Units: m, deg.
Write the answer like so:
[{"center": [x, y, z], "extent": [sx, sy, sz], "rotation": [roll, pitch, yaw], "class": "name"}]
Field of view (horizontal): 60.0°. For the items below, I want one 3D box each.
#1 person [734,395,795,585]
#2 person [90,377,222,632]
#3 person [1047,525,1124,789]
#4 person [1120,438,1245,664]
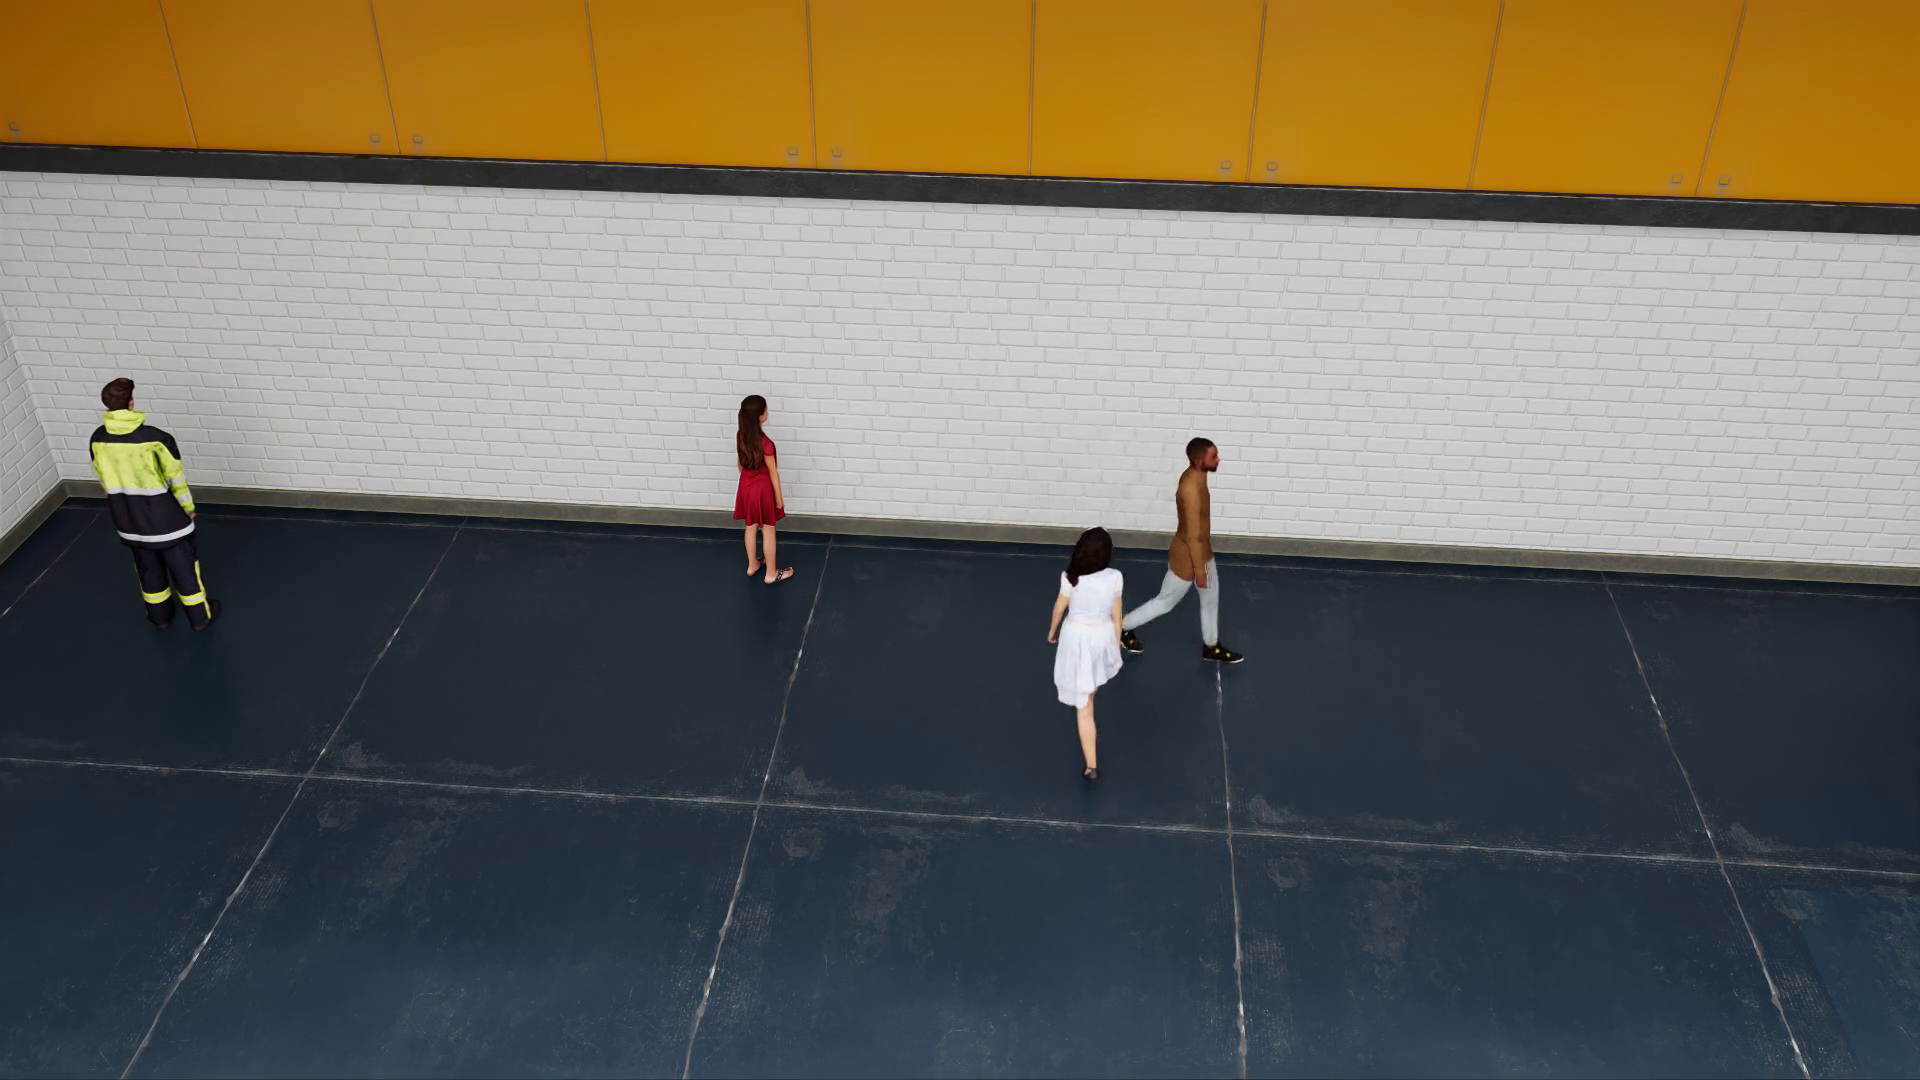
[{"center": [-1.500, -0.387, 12.407], "extent": [0.670, 1.554, 0.730], "rotation": [23, 40, 30], "class": "person"}, {"center": [-5.752, -0.239, 11.801], "extent": [0.779, 1.979, 0.659], "rotation": [0, 34, 0], "class": "person"}, {"center": [0.817, 0.779, 10.460], "extent": [0.796, 1.766, 1.210], "rotation": [-4, 34, -6], "class": "person"}, {"center": [1.483, 0.111, 11.454], "extent": [0.841, 1.780, 1.189], "rotation": [9, 35, 13], "class": "person"}]
